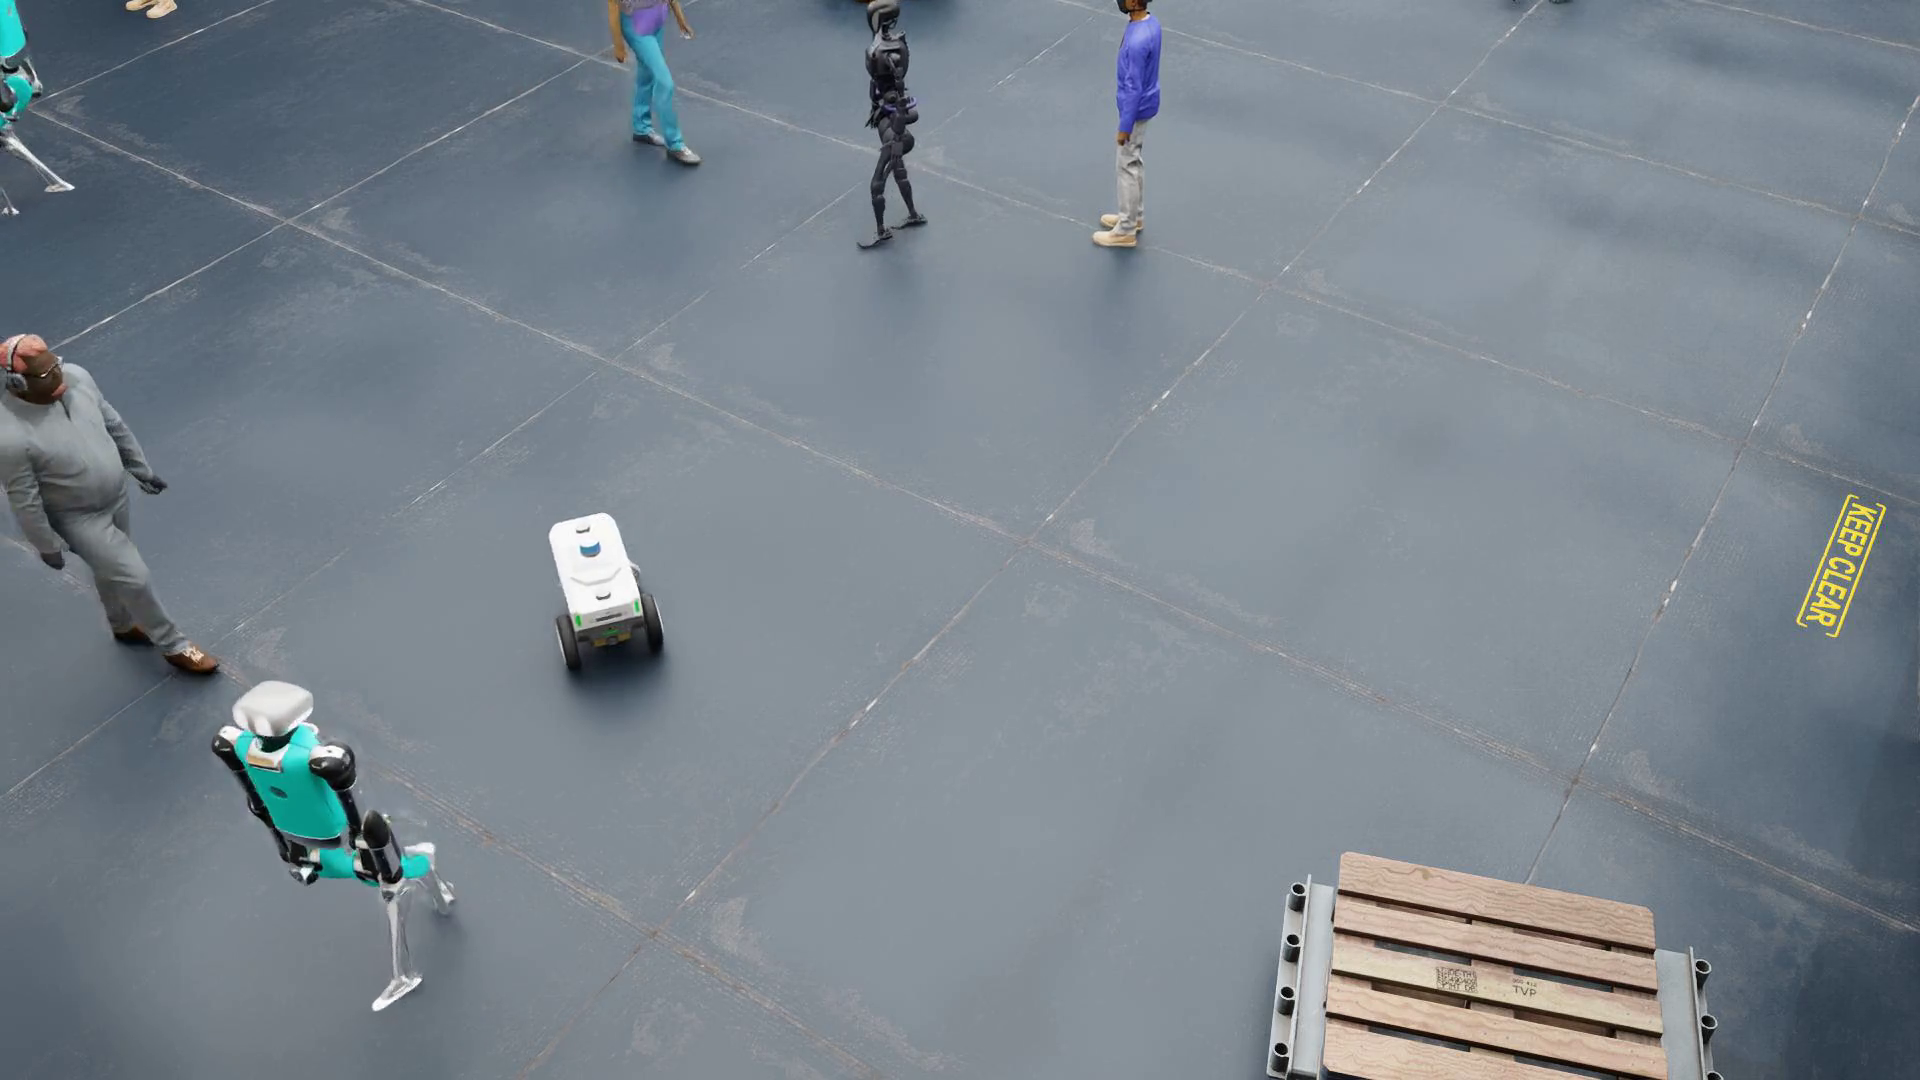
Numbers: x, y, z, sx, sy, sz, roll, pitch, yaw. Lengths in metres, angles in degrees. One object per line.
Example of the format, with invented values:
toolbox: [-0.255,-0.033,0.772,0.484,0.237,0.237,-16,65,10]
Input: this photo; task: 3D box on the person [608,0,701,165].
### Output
person: [-2.089,-3.521,11.553,0.780,1.815,0.573,15,44,16]

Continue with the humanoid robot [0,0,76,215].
humanoid robot: [-6.477,-3.003,11.063,0.798,1.799,0.531,0,42,0]

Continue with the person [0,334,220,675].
person: [-3.930,-0.158,7.742,0.796,1.880,0.669,6,42,6]

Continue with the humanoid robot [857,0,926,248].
humanoid robot: [-0.478,-2.717,10.767,0.538,1.641,0.611,-13,43,-14]

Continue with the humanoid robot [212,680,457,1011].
humanoid robot: [-2.312,1.074,6.544,0.559,1.851,0.807,9,43,10]

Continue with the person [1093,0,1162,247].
person: [1.094,-2.772,10.690,0.369,1.861,0.473,8,42,9]

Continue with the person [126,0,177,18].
person: [-6.748,-5.094,13.368,0.469,1.750,0.321,25,48,26]

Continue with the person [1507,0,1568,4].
person: [4.889,-5.216,13.384,0.839,1.906,0.575,-23,47,-24]

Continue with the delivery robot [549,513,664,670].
delivery robot: [-1.802,0.247,8.300,0.500,0.610,0.782,-14,44,-15]
